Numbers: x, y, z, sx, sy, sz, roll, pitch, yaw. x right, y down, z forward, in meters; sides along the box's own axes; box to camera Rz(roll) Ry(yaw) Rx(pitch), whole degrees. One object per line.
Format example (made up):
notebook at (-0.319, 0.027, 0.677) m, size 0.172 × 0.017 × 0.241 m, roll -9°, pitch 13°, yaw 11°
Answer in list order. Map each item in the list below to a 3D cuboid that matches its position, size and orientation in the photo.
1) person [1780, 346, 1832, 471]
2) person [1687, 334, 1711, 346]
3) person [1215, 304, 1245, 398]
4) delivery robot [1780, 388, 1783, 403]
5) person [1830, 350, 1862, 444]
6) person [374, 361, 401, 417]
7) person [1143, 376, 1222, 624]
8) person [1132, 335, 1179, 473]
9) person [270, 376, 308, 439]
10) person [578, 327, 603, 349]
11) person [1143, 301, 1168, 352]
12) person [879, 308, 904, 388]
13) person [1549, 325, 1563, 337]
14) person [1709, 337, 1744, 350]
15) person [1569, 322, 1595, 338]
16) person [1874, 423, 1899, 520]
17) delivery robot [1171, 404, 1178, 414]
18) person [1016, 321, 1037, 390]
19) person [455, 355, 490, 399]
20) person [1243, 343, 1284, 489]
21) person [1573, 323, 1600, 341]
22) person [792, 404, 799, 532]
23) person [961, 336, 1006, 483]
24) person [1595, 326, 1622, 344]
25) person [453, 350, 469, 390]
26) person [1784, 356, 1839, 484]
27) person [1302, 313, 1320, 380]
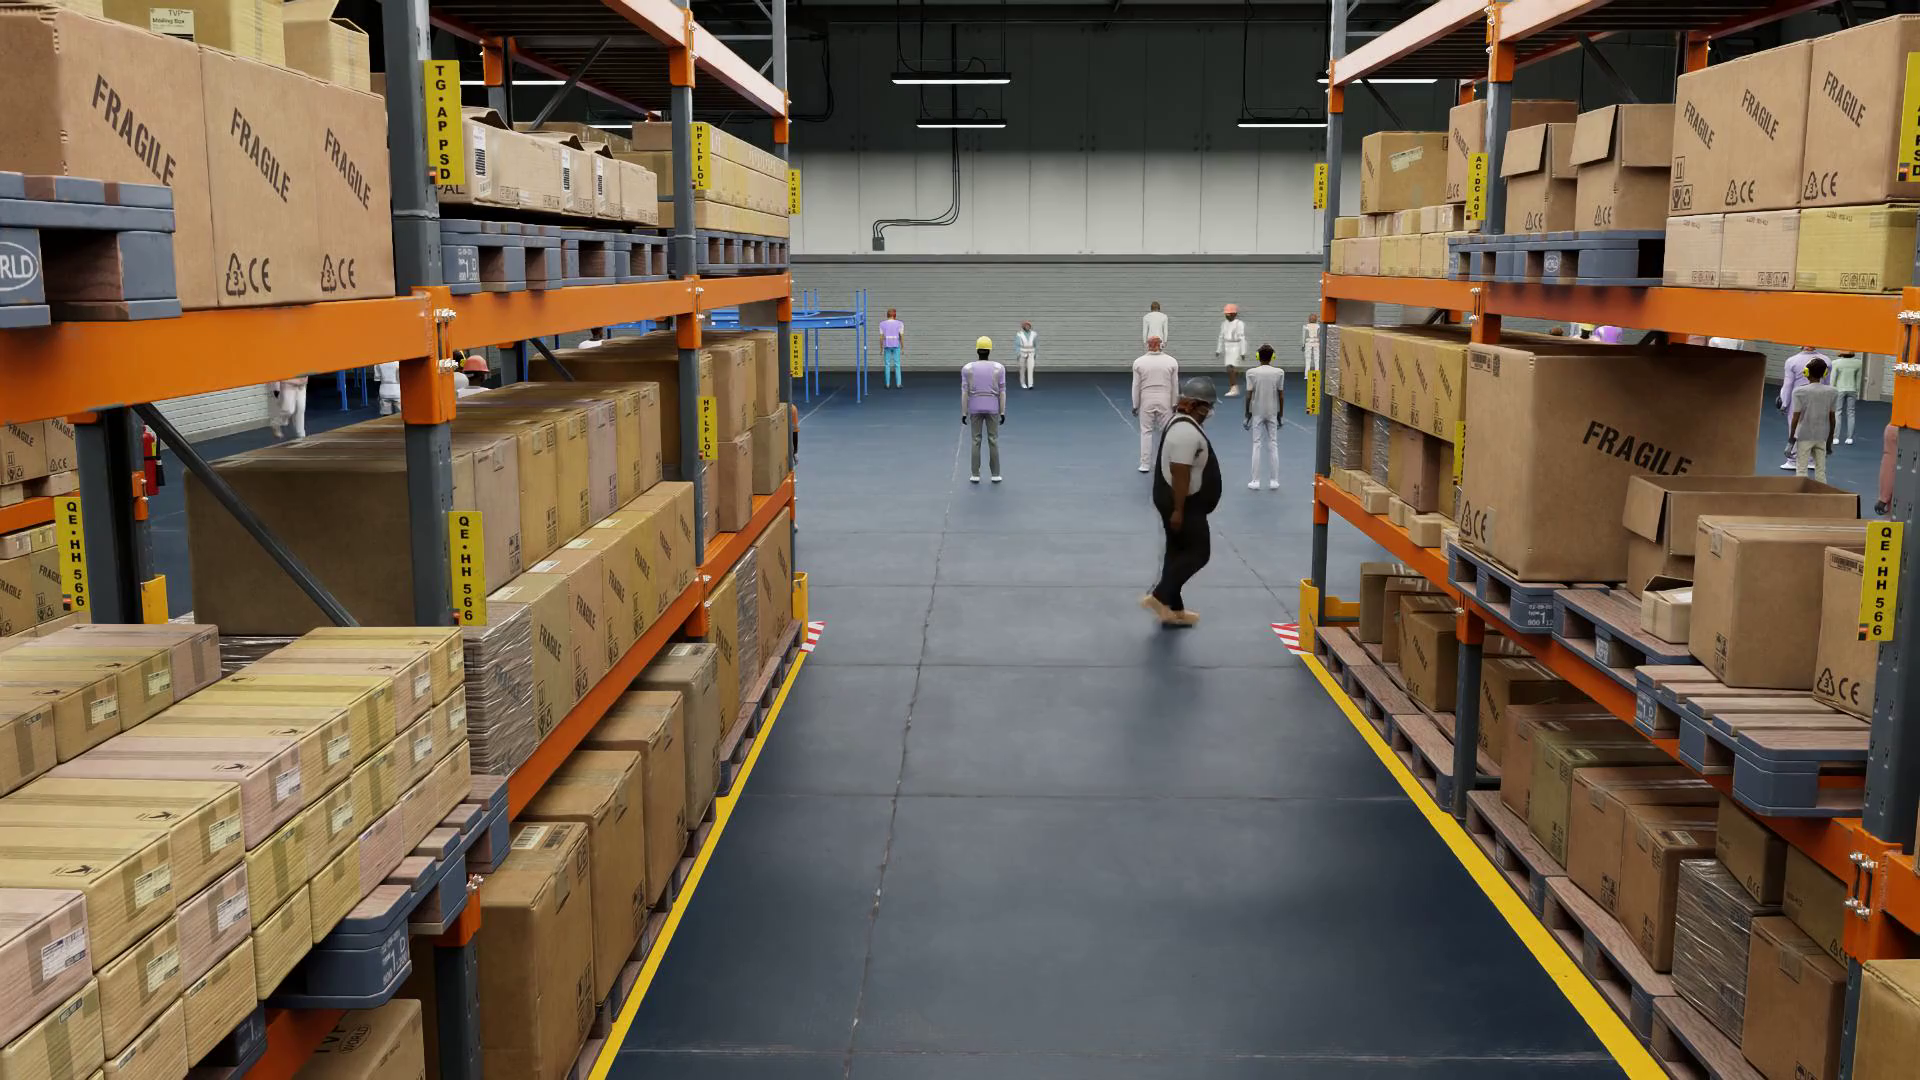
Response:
person at (11.818, -1.928, 23.294) m, size 0.640 × 1.910 × 0.401 m, roll 1°, pitch 9°, yaw 3°
person at (16.556, -4.296, 37.479) m, size 0.640 × 1.910 × 0.401 m, roll 1°, pitch 9°, yaw 3°
person at (5.820, -4.072, 35.810) m, size 0.584 × 2.018 × 0.645 m, roll -5°, pitch 11°, yaw -28°
delivery robot at (16.710, -2.924, 33.150) m, size 0.707 × 0.478 × 0.477 m, roll -5°, pitch 11°, yaw -27°
person at (14.162, -2.352, 26.647) m, size 0.499 × 1.634 × 0.285 m, roll 1°, pitch 9°, yaw 3°
person at (-8.722, -2.206, 25.580) m, size 0.533 × 1.698 × 0.322 m, roll 1°, pitch 9°, yaw 3°
person at (1.810, -0.295, 13.241) m, size 0.541 × 2.000 × 0.698 m, roll 0°, pitch 9°, yaw -1°
person at (2.701, -1.885, 23.054) m, size 0.640 × 1.904 × 0.401 m, roll 1°, pitch 9°, yaw 3°
person at (-10.802, -2.468, 26.771) m, size 0.576 × 1.827 × 0.635 m, roll 4°, pitch 10°, yaw 23°
person at (-6.038, -2.669, 27.715) m, size 0.588 × 1.915 × 0.398 m, roll 1°, pitch 9°, yaw 3°
person at (4.843, -4.948, 41.298) m, size 0.628 × 1.936 × 0.377 m, roll 1°, pitch 9°, yaw 3°
person at (-1.581, -4.433, 38.503) m, size 0.564 × 1.839 × 0.395 m, roll 1°, pitch 9°, yaw 3°
person at (10.029, -2.696, 28.089) m, size 0.622 × 1.845 × 0.430 m, roll 1°, pitch 9°, yaw 3°
person at (13.477, -2.964, 29.333) m, size 0.605 × 1.962 × 0.373 m, roll 1°, pitch 9°, yaw 3°
person at (14.926, -4.723, 39.930) m, size 0.604 × 1.942 × 0.402 m, roll 1°, pitch 9°, yaw 3°
person at (8.050, -0.378, 14.029) m, size 0.640 × 1.904 × 0.401 m, roll 1°, pitch 9°, yaw 3°
delivery robot at (3.901, -2.247, 29.093) m, size 0.707 × 0.478 × 0.477 m, roll 0°, pitch 10°, yaw 1°
person at (1.514, -4.221, 38.037) m, size 0.518 × 1.568 × 0.935 m, roll -1°, pitch 10°, yaw -8°
person at (-5.045, -0.960, 17.419) m, size 0.544 × 1.933 × 0.376 m, roll 1°, pitch 9°, yaw 3°
person at (3.907, -1.594, 21.399) m, size 0.521 × 1.873 × 0.334 m, roll 1°, pitch 9°, yaw 3°
person at (11.471, -3.137, 30.661) m, size 0.637 × 1.876 × 0.963 m, roll 3°, pitch 10°, yaw 20°
person at (-1.987, -0.922, 17.896) m, size 0.533 × 1.697 × 0.322 m, roll 1°, pitch 9°, yaw 3°
person at (0.313, -1.723, 22.002) m, size 0.587 × 1.928 × 0.381 m, roll 1°, pitch 9°, yaw 3°
person at (13.278, -3.753, 34.148) m, size 0.544 × 1.933 × 0.376 m, roll 1°, pitch 9°, yaw 3°
person at (-6.010, -1.358, 20.015) m, size 0.521 × 1.864 × 0.334 m, roll 1°, pitch 9°, yaw 3°
person at (9.364, -1.080, 18.325) m, size 0.521 × 1.873 × 0.334 m, roll 1°, pitch 9°, yaw 3°
person at (8.720, -4.785, 41.199) m, size 0.514 × 1.642 × 0.314 m, roll 1°, pitch 9°, yaw 3°
